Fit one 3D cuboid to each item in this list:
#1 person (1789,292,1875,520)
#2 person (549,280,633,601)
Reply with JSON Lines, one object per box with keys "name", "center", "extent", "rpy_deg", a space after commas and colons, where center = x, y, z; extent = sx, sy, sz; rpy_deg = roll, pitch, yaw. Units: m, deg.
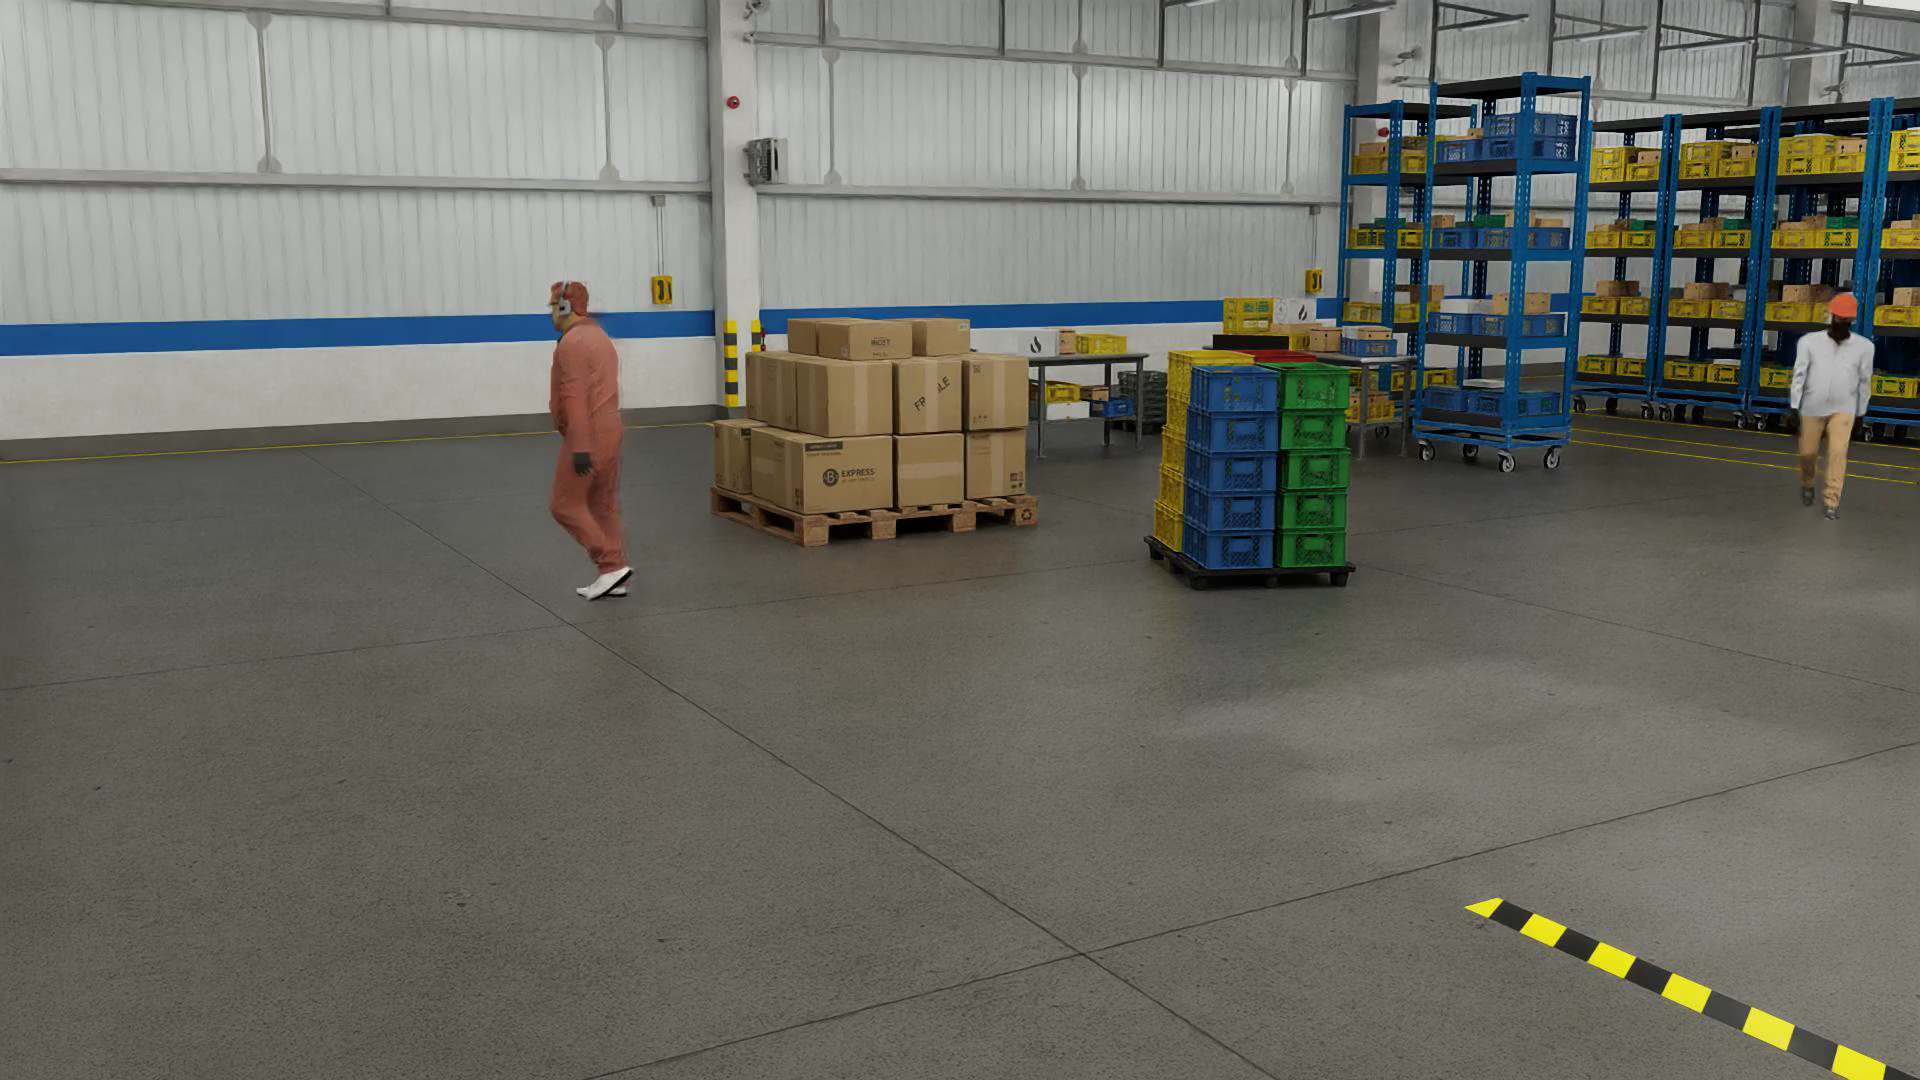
{"name": "person", "center": [6.734, -1.054, 12.884], "extent": [0.565, 1.730, 0.741], "rpy_deg": [5, 11, 25]}
{"name": "person", "center": [-2.182, -0.571, 9.749], "extent": [0.435, 1.878, 0.667], "rpy_deg": [1, 10, 7]}
